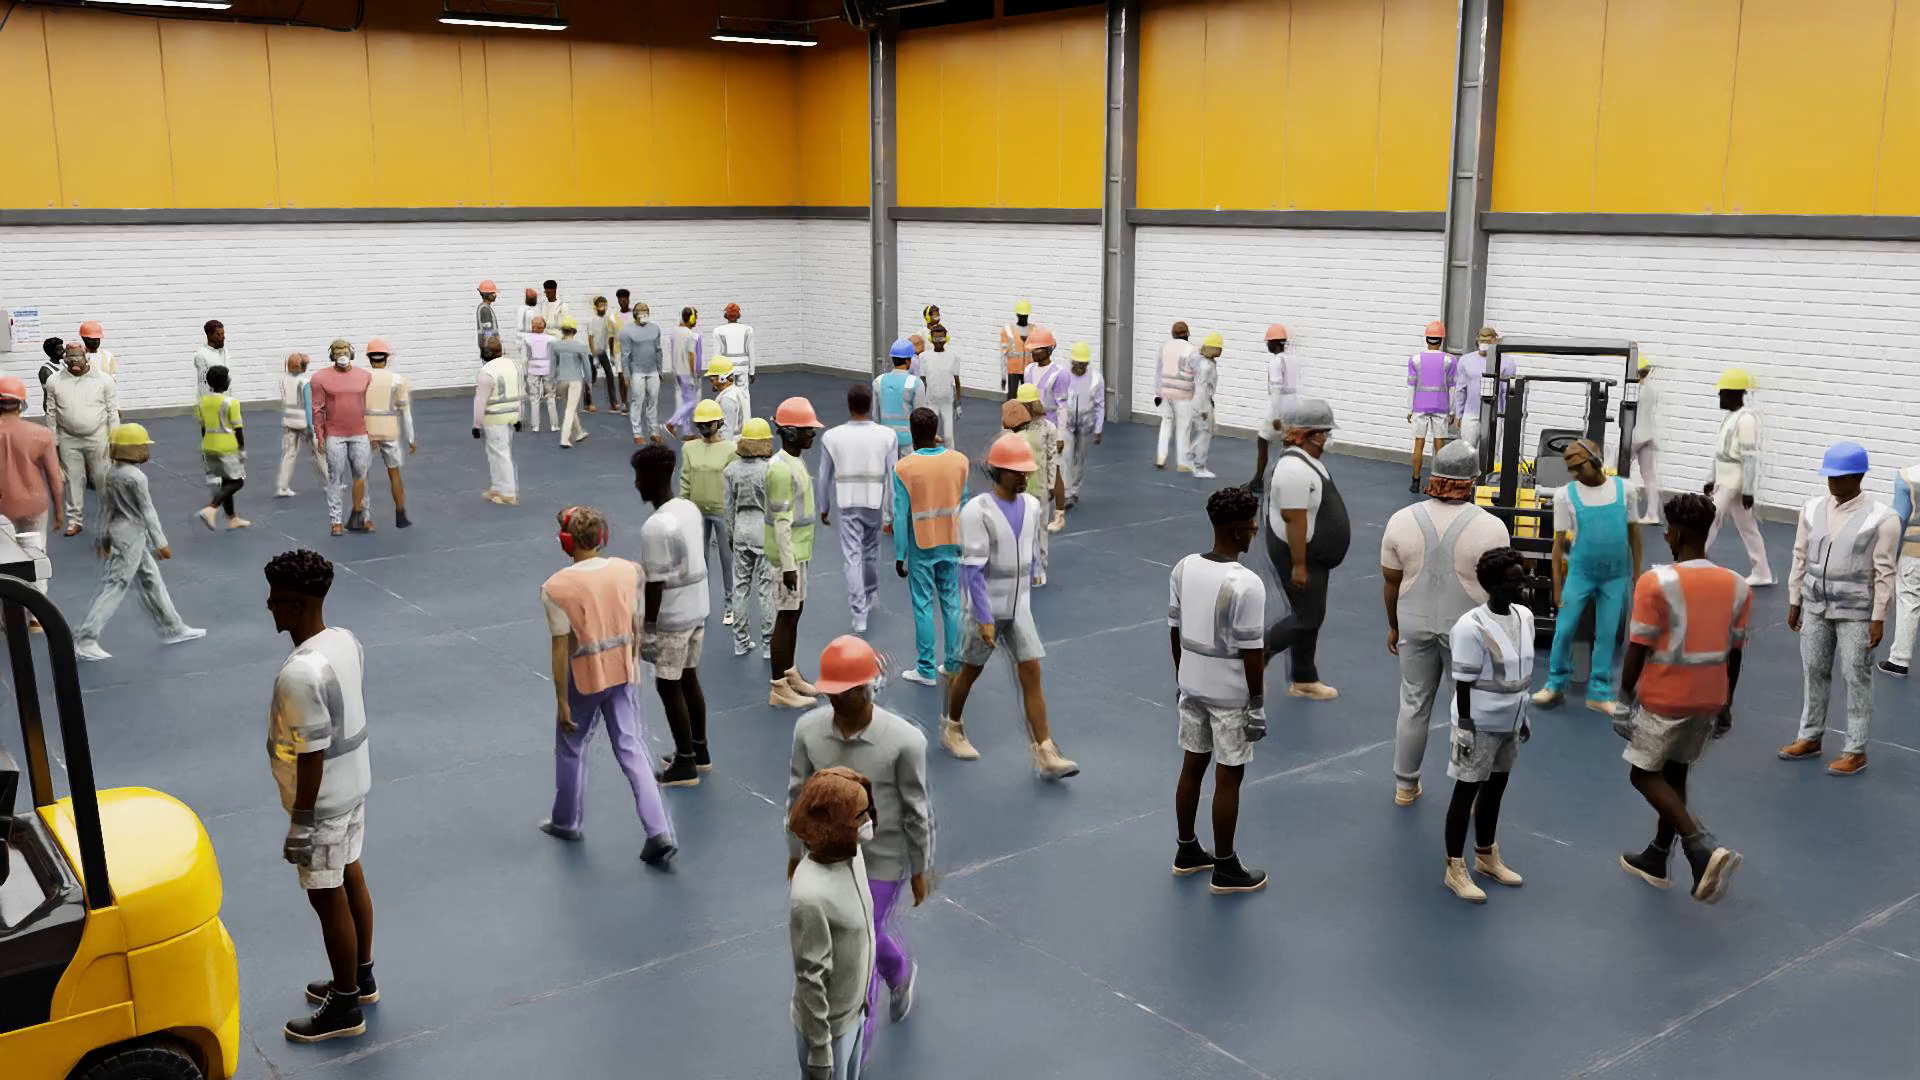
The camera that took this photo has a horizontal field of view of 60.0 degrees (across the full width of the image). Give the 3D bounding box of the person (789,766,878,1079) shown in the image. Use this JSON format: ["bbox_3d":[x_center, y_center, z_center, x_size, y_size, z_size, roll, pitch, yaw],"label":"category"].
[{"bbox_3d":[-0.379,1.474,5.106,0.267,1.632,0.509,2,12,10],"label":"person"}]

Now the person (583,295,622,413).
[{"bbox_3d":[-5.492,-2.836,25.469,0.907,1.813,0.549,7,13,29],"label":"person"}]

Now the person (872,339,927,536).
[{"bbox_3d":[-0.569,-0.982,16.201,0.607,1.948,0.389,7,13,30],"label":"person"}]

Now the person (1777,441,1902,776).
[{"bbox_3d":[5.072,0.389,9.620,0.429,1.940,0.615,-6,13,-28],"label":"person"}]

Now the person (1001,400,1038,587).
[{"bbox_3d":[0.487,-0.381,14.095,0.417,1.611,0.526,0,12,2],"label":"person"}]

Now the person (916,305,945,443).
[{"bbox_3d":[-0.380,-2.210,22.329,0.317,1.867,0.531,8,14,33],"label":"person"}]

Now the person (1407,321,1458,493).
[{"bbox_3d":[5.275,-1.479,18.630,0.545,1.939,0.354,3,12,16],"label":"person"}]

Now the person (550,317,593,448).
[{"bbox_3d":[-5.190,-2.116,22.229,0.540,1.717,0.935,3,12,13],"label":"person"}]

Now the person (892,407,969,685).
[{"bbox_3d":[-0.195,0.045,11.370,0.585,1.903,0.406,-7,14,-31],"label":"person"}]

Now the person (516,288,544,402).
[{"bbox_3d":[-6.950,-3.146,26.900,0.430,1.845,0.615,-8,14,-35],"label":"person"}]

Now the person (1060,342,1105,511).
[{"bbox_3d":[1.238,-1.208,17.681,0.602,1.782,0.907,0,12,-2],"label":"person"}]

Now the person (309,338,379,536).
[{"bbox_3d":[-6.041,-1.017,16.395,0.628,1.940,0.373,-7,14,-31],"label":"person"}]

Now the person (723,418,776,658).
[{"bbox_3d":[-1.465,-0.018,12.045,0.494,1.741,0.310,6,13,25],"label":"person"}]

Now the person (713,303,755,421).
[{"bbox_3d":[-3.072,-2.283,22.650,0.575,1.882,0.355,-4,12,-18],"label":"person"}]

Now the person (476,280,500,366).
[{"bbox_3d":[-7.206,-2.964,25.542,0.374,2.042,0.615,-4,12,-20],"label":"person"}]

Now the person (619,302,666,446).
[{"bbox_3d":[-4.243,-2.222,22.259,0.636,1.928,0.390,-11,16,-43],"label":"person"}]

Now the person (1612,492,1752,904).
[{"bbox_3d":[3.438,0.764,7.809,0.666,1.935,0.722,-4,12,-17],"label":"person"}]

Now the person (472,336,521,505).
[{"bbox_3d":[-5.087,-1.288,17.979,0.660,1.821,0.661,3,12,15],"label":"person"}]

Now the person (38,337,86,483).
[{"bbox_3d":[-10.493,-1.517,19.397,0.318,1.697,0.535,-1,12,-4],"label":"person"}]

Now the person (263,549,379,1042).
[{"bbox_3d":[-2.533,0.999,6.591,0.362,1.965,0.611,-1,12,-5],"label":"person"}]

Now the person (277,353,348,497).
[{"bbox_3d":[-7.300,-1.284,18.519,0.536,1.596,0.785,7,14,32],"label":"person"}]

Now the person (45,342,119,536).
[{"bbox_3d":[-8.619,-0.995,16.367,0.638,1.910,0.407,-4,12,-20],"label":"person"}]

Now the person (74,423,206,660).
[{"bbox_3d":[-6.058,0.000,12.088,0.950,1.694,0.498,-11,16,-42],"label":"person"}]

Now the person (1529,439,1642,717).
[{"bbox_3d":[4.041,0.241,10.670,0.638,1.805,0.353,1,12,7],"label":"person"}]

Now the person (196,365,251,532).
[{"bbox_3d":[-7.312,-0.886,16.388,0.542,1.678,0.597,6,13,26],"label":"person"}]

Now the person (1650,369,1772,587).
[{"bbox_3d":[6.494,-0.520,14.151,1.009,1.868,0.607,3,12,15],"label":"person"}]

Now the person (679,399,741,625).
[{"bbox_3d":[-1.934,-0.215,12.942,0.525,1.769,0.308,3,12,13],"label":"person"}]

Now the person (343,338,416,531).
[{"bbox_3d":[-5.830,-1.033,16.556,0.770,1.908,0.586,-4,12,-20],"label":"person"}]

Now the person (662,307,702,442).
[{"bbox_3d":[-3.766,-2.222,22.463,0.594,1.841,0.534,-9,15,-38],"label":"person"}]

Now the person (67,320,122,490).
[{"bbox_3d":[-9.792,-1.526,18.893,0.388,1.929,0.539,6,13,28],"label":"person"}]

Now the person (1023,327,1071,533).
[{"bbox_3d":[0.811,-1.090,16.516,0.397,2.034,0.605,-10,15,-39],"label":"person"}]

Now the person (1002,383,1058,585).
[{"bbox_3d":[0.584,-0.478,14.266,0.489,1.743,0.322,3,12,13],"label":"person"}]

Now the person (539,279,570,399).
[{"bbox_3d":[-6.693,-3.302,27.383,0.604,1.959,0.367,6,13,25],"label":"person"}]

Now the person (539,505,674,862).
[{"bbox_3d":[-1.798,0.723,8.363,0.954,1.806,0.584,11,16,42],"label":"person"}]

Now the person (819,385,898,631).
[{"bbox_3d":[-0.793,-0.280,13.014,0.617,1.861,0.993,-1,12,-6],"label":"person"}]

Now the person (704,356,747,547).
[{"bbox_3d":[-2.220,-0.847,15.867,0.403,1.821,0.600,-1,12,-3],"label":"person"}]

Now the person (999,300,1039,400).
[{"bbox_3d":[0.833,-2.303,22.717,0.607,1.917,0.465,-4,12,-17],"label":"person"}]

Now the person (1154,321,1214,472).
[{"bbox_3d":[2.670,-1.722,20.113,0.486,1.828,0.795,-10,15,-39],"label":"person"}]

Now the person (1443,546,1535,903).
[{"bbox_3d":[2.527,0.865,7.910,0.548,1.698,0.319,-9,15,-36],"label":"person"}]

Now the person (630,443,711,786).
[{"bbox_3d":[-1.646,0.426,9.403,0.433,1.947,0.625,2,12,11],"label":"person"}]

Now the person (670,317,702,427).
[{"bbox_3d":[-3.960,-2.473,24.234,0.518,1.608,0.722,2,12,10],"label":"person"}]

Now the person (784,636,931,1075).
[{"bbox_3d":[-0.369,1.170,6.394,0.589,1.718,0.828,6,13,27],"label":"person"}]

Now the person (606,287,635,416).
[{"bbox_3d":[-5.073,-2.888,25.415,0.622,1.943,0.660,-1,12,-6],"label":"person"}]

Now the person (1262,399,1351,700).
[{"bbox_3d":[2.225,0.071,10.894,0.647,2.000,0.693,4,12,18],"label":"person"}]

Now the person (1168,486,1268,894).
[{"bbox_3d":[1.251,0.711,7.989,0.362,1.960,0.613,-7,14,-31],"label":"person"}]

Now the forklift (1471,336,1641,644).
[{"bbox_3d":[4.683,-0.471,13.136,1.214,2.155,2.313,4,12,20],"label":"forklift"}]

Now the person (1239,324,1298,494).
[{"bbox_3d":[3.482,-1.444,18.553,0.830,1.899,0.570,8,14,35],"label":"person"}]

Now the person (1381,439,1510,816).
[{"bbox_3d":[2.644,0.461,9.009,0.676,2.000,0.536,7,14,31],"label":"person"}]

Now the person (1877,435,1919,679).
[{"bbox_3d":[6.671,0.055,11.467,0.590,1.837,0.404,0,12,1],"label":"person"}]

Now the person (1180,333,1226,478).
[{"bbox_3d":[2.914,-1.593,19.689,0.412,1.723,0.506,3,12,12],"label":"person"}]

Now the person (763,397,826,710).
[{"bbox_3d":[-1.072,0.087,10.849,0.397,2.039,0.610,1,12,5],"label":"person"}]

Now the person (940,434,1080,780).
[{"bbox_3d":[0.256,0.379,9.554,0.627,1.988,1.078,-9,15,-38],"label":"person"}]

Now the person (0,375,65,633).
[{"bbox_3d":[-7.117,-0.248,12.571,0.647,1.978,0.551,-5,13,-24],"label":"person"}]

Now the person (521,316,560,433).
[{"bbox_3d":[-5.912,-2.330,23.460,0.515,1.641,0.314,-2,12,-9],"label":"person"}]

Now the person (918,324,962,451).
[{"bbox_3d":[-0.232,-1.570,19.273,0.506,1.859,0.332,0,12,0],"label":"person"}]

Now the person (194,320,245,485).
[{"bbox_3d":[-8.620,-1.591,19.254,0.390,1.911,0.585,1,12,4],"label":"person"}]

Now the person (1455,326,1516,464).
[{"bbox_3d":[5.677,-1.352,18.052,0.624,1.931,0.377,7,13,29],"label":"person"}]

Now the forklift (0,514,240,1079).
[{"bbox_3d":[-3.687,1.115,5.480,2.313,2.155,1.214,-9,15,-36],"label":"forklift"}]
